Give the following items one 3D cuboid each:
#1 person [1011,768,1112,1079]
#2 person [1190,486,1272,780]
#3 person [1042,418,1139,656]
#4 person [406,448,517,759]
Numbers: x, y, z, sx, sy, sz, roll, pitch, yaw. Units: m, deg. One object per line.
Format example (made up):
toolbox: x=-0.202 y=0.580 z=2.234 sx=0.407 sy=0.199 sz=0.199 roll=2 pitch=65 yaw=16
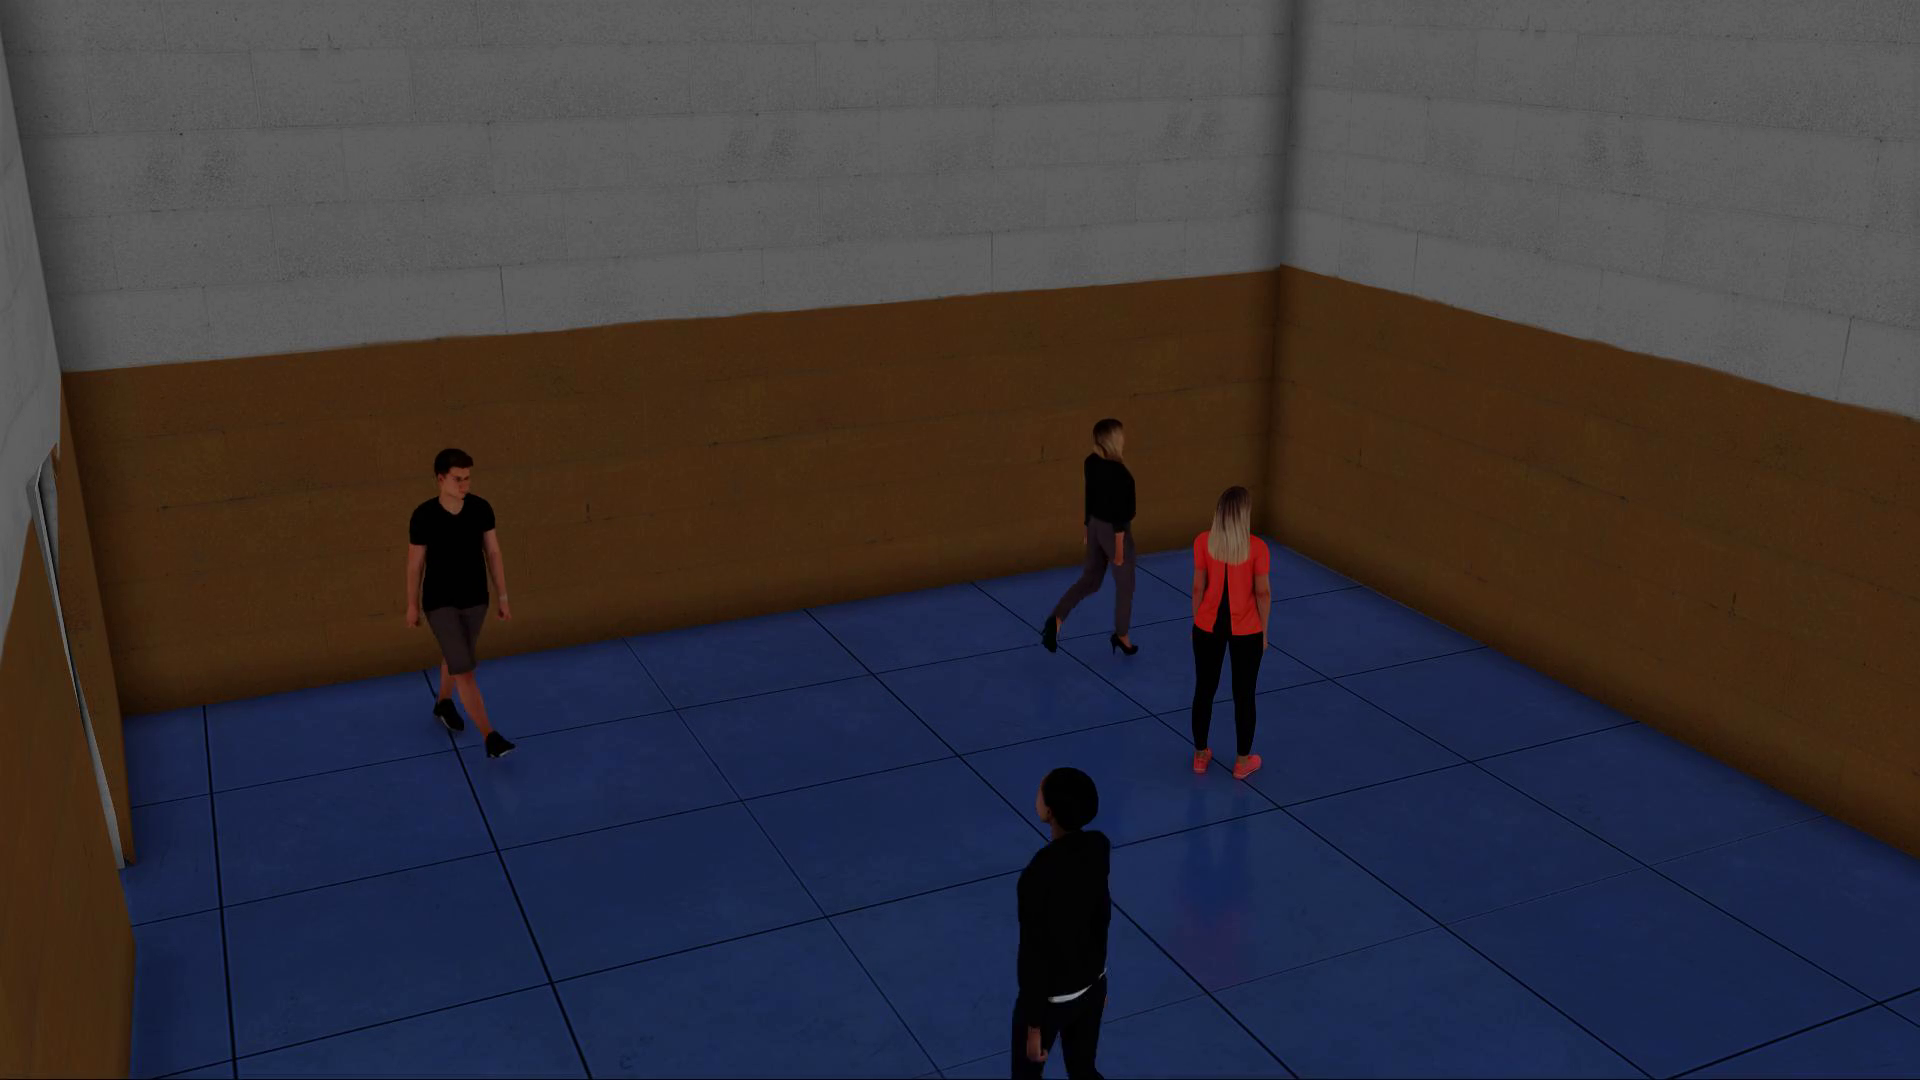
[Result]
person: x=0.423 y=1.664 z=5.755 sx=1.049 sy=1.810 sz=0.887 roll=-17 pitch=25 yaw=-41
person: x=1.504 y=0.513 z=9.352 sx=0.675 sy=1.693 sz=0.725 roll=8 pitch=20 yaw=22
person: x=0.885 y=0.035 z=10.837 sx=0.989 sy=1.650 sz=0.650 roll=-11 pitch=21 yaw=-29
person: x=-2.967 y=0.347 z=9.676 sx=1.267 sy=1.800 sz=1.018 roll=-17 pitch=25 yaw=-41
